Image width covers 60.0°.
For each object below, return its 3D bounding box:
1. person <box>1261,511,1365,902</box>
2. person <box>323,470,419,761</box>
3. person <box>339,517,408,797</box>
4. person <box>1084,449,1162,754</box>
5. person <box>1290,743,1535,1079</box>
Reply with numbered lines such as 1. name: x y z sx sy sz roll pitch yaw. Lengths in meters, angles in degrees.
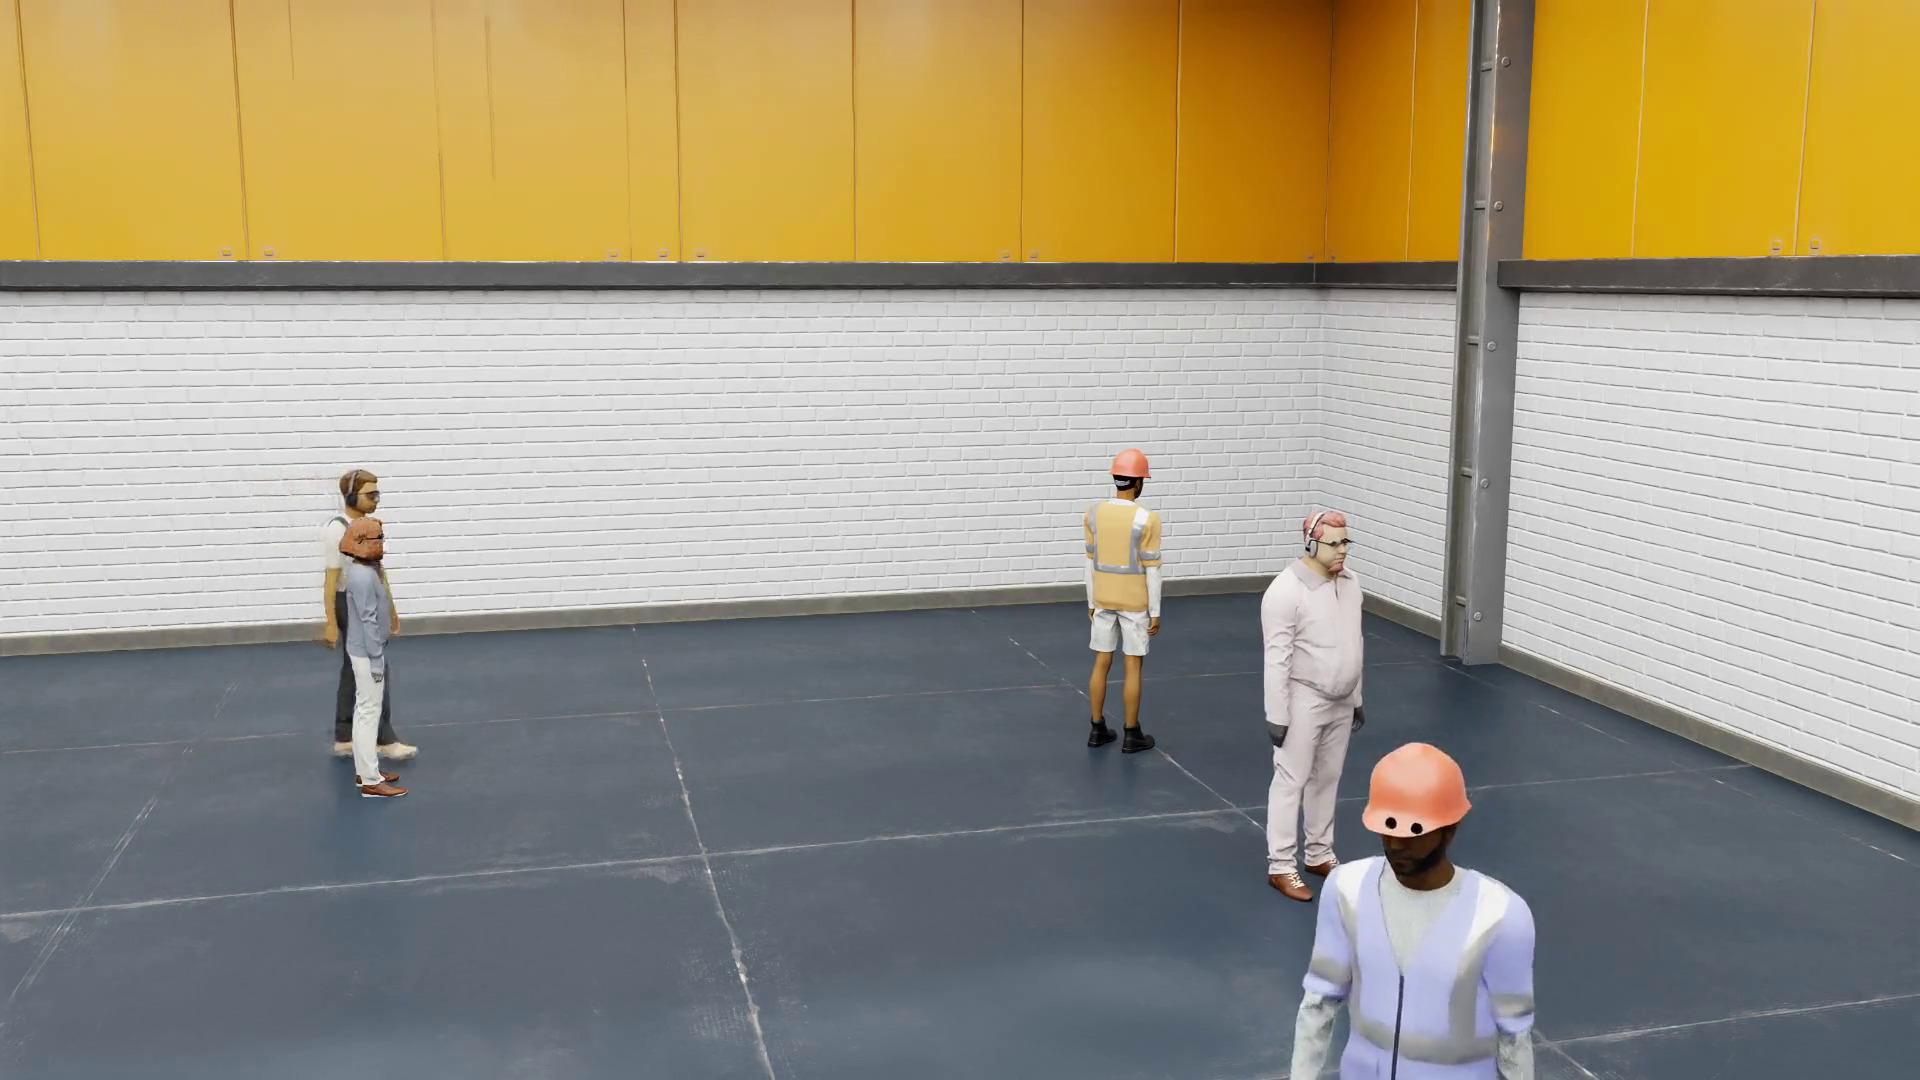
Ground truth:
1. person: 1.744 0.796 8.101 0.637 1.901 0.402 -8 12 -39
2. person: -3.627 0.476 10.321 0.729 1.821 0.550 1 9 5
3. person: -3.428 0.673 9.687 0.285 1.633 0.497 -4 10 -24
4. person: 1.050 0.386 10.566 0.541 1.932 0.382 6 11 33
5. person: 1.115 1.427 4.208 0.570 1.879 1.011 7 12 39
